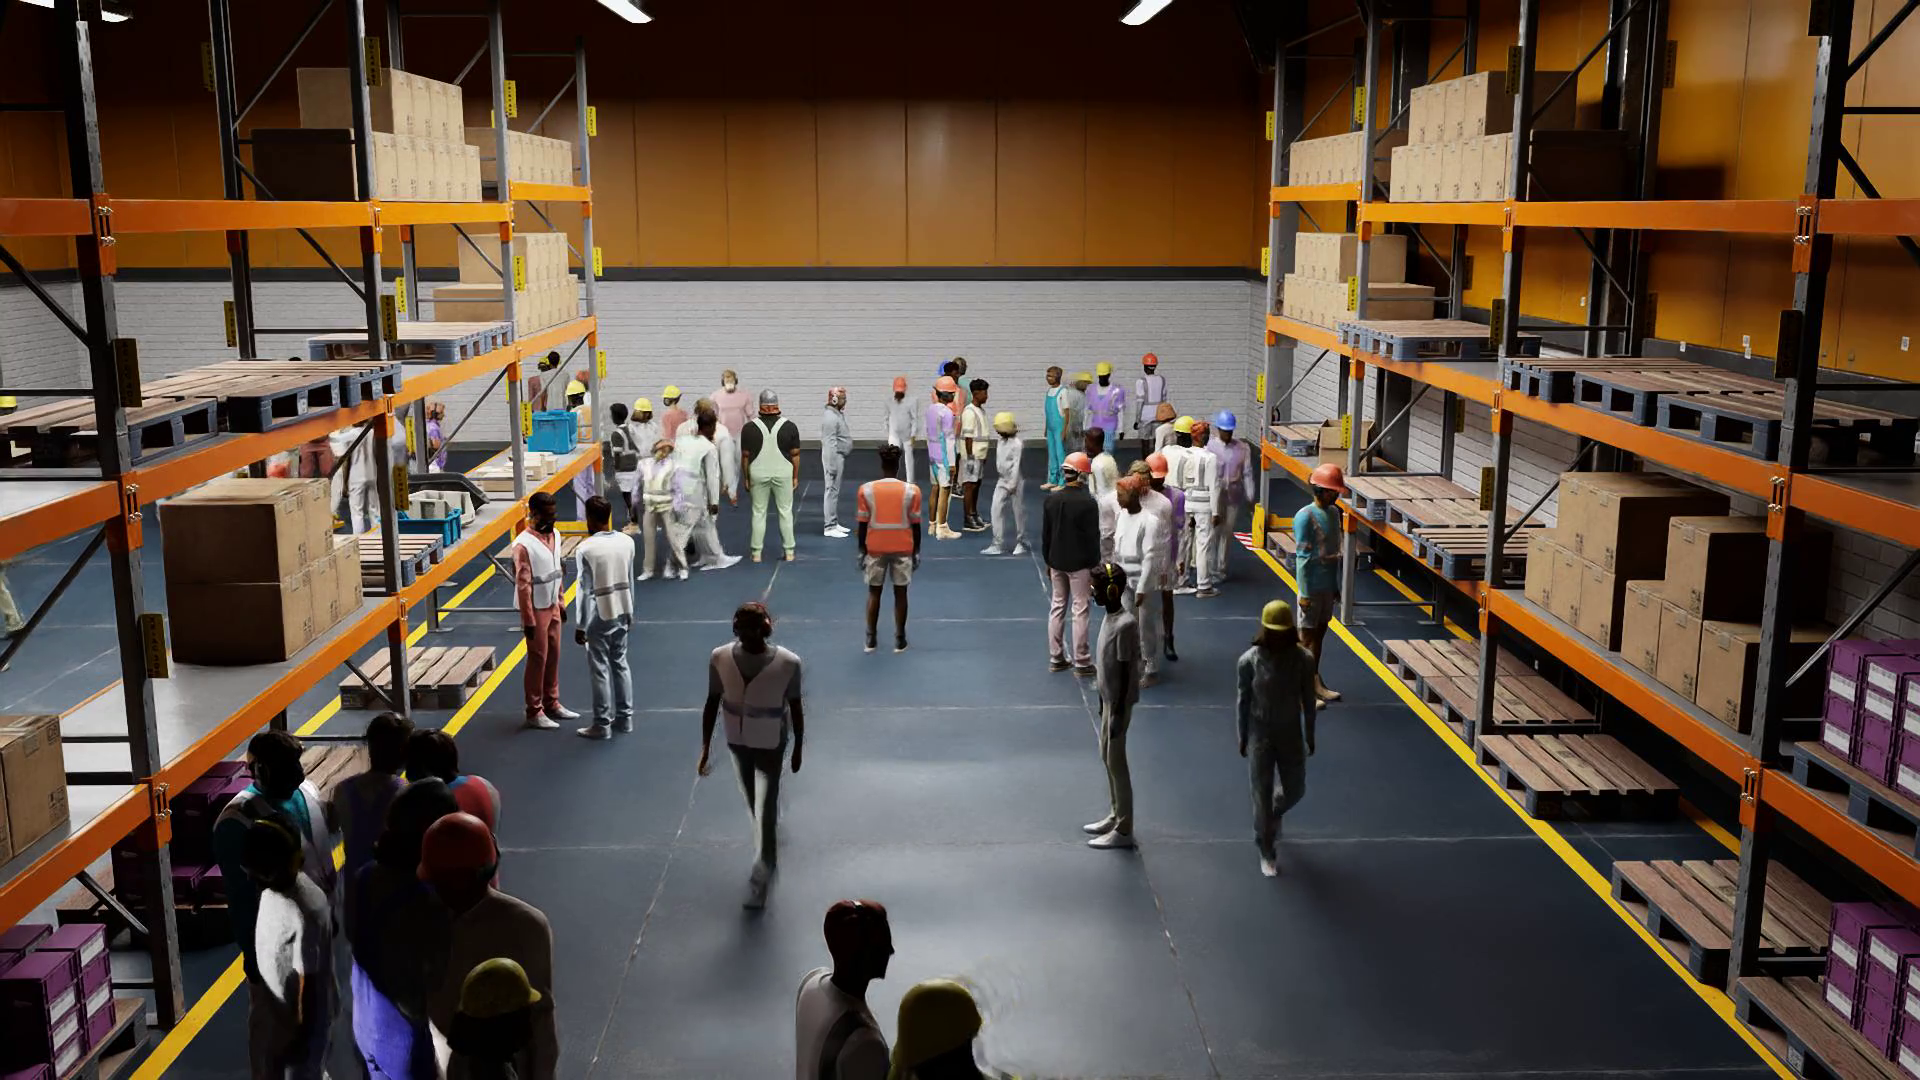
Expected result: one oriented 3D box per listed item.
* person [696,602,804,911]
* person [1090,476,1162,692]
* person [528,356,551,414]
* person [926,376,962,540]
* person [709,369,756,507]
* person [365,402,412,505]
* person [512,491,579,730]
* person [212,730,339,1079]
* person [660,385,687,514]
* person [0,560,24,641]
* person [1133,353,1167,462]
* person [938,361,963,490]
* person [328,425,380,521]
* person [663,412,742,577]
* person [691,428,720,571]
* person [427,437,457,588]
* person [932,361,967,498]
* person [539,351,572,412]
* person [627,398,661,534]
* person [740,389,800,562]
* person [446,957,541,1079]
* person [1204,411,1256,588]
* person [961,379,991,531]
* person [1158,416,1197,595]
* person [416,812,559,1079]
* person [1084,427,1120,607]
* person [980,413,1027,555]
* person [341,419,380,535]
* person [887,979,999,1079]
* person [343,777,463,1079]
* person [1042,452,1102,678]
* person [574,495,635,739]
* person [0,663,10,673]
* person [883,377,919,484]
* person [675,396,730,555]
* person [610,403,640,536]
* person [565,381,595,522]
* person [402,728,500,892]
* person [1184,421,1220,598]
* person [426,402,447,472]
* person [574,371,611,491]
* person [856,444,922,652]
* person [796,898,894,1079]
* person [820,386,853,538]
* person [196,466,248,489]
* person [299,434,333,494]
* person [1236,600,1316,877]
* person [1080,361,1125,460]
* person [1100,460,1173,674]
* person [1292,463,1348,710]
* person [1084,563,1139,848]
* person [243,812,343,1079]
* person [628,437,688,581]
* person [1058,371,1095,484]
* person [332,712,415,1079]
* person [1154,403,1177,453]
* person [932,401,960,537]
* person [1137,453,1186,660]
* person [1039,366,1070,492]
[{"bbox_3d":[-1.255,1.263,9.900,0.584,1.799,0.945,3,12,16],"label":"person"},{"bbox_3d":[1.465,0.375,14.208,0.719,1.848,0.594,-9,14,-38],"label":"person"},{"bbox_3d":[-6.670,-2.078,26.777,0.532,1.756,0.337,-1,11,-5],"label":"person"},{"bbox_3d":[-0.192,-1.029,20.786,0.391,2.040,0.615,-5,12,-25],"label":"person"},{"bbox_3d":[-3.187,-1.457,23.330,0.647,1.897,1.000,-3,12,-15],"label":"person"},{"bbox_3d":[-7.718,-1.388,22.591,0.691,2.000,0.794,-2,12,-12],"label":"person"},{"bbox_3d":[-3.330,0.551,13.212,0.402,1.909,0.599,3,12,14],"label":"person"},{"bbox_3d":[-2.996,1.735,7.433,0.429,1.845,0.621,2,12,12],"label":"person"},{"bbox_3d":[-3.838,-1.187,22.276,0.317,1.766,0.534,5,12,24],"label":"person"},{"bbox_3d":[-9.312,0.127,15.595,0.594,1.799,0.985,9,14,38],"label":"person"},{"bbox_3d":[2.874,-1.866,25.245,0.543,1.940,0.361,-6,13,-26],"label":"person"},{"bbox_3d":[-0.148,-1.621,24.024,0.421,1.937,0.613,-7,14,-33],"label":"person"},{"bbox_3d":[-8.049,-1.096,21.785,0.922,1.794,0.602,-7,13,-33],"label":"person"},{"bbox_3d":[-2.944,-0.511,18.669,0.985,1.854,0.600,-9,14,-38],"label":"person"},{"bbox_3d":[-2.912,-0.472,19.028,0.330,1.639,0.556,-6,13,-27],"label":"person"},{"bbox_3d":[-5.741,-0.298,18.136,0.308,1.641,0.517,-9,14,-38],"label":"person"},{"bbox_3d":[-0.125,-1.553,23.606,0.607,1.966,0.366,-10,15,-40],"label":"person"},{"bbox_3d":[-6.434,-2.077,26.477,0.517,1.873,0.328,-6,13,-27],"label":"person"},{"bbox_3d":[-4.023,-0.944,21.144,0.481,1.734,0.337,-11,15,-43],"label":"person"},{"bbox_3d":[-2.217,-0.770,19.494,0.687,2.000,0.537,-1,11,-6],"label":"person"},{"bbox_3d":[-1.495,2.192,5.425,0.333,1.737,0.489,-6,13,-29],"label":"person"},{"bbox_3d":[2.905,-0.443,18.142,0.628,1.913,0.816,-1,11,-7],"label":"person"},{"bbox_3d":[0.202,-1.099,21.360,0.372,1.958,0.596,3,12,17],"label":"person"},{"bbox_3d":[2.354,-0.369,17.801,0.397,1.919,0.586,-8,14,-34],"label":"person"},{"bbox_3d":[-1.759,1.934,6.082,0.616,1.986,0.407,3,12,15],"label":"person"},{"bbox_3d":[1.492,-0.221,17.128,0.496,1.887,0.604,4,12,19],"label":"person"},{"bbox_3d":[0.519,-0.651,19.767,0.710,1.696,0.483,-10,15,-41],"label":"person"},{"bbox_3d":[-7.022,-0.677,19.552,0.354,1.842,0.508,9,14,37],"label":"person"},{"bbox_3d":[-0.081,2.214,4.943,0.840,1.881,0.585,-11,15,-43],"label":"person"},{"bbox_3d":[-1.992,1.861,6.301,0.700,2.000,0.535,10,15,42],"label":"person"},{"bbox_3d":[1.004,0.214,14.693,0.612,1.988,0.402,11,15,43],"label":"person"},{"bbox_3d":[-2.755,0.599,12.978,0.411,1.906,0.602,7,13,30],"label":"person"},{"bbox_3d":[-8.740,0.287,14.720,0.502,1.837,0.350,6,13,30],"label":"person"},{"bbox_3d":[-0.860,-1.529,24.159,0.551,1.696,0.884,2,12,11],"label":"person"},{"bbox_3d":[-3.034,-0.731,19.639,0.644,1.914,0.502,0,11,2],"label":"person"},{"bbox_3d":[-4.226,-0.897,21.036,0.341,1.681,0.550,3,12,12],"label":"person"},{"bbox_3d":[-4.885,-1.092,21.436,0.398,1.912,0.595,3,12,15],"label":"person"},{"bbox_3d":[-2.302,1.735,7.477,0.431,1.836,0.626,5,12,22],"label":"person"},{"bbox_3d":[2.528,-0.331,17.689,0.355,1.883,0.573,-10,15,-42],"label":"person"},{"bbox_3d":[-6.779,-0.968,21.521,0.313,1.630,0.528,-4,12,-20],"label":"person"},{"bbox_3d":[-5.187,-1.433,23.243,0.444,1.873,0.576,-5,12,-24],"label":"person"},{"bbox_3d":[-0.661,0.078,15.514,0.621,1.944,0.433,0,11,-1],"label":"person"},{"bbox_3d":[-0.381,2.094,5.560,0.355,1.876,0.573,-5,12,-23],"label":"person"},{"bbox_3d":[-1.552,-0.986,20.939,0.403,1.900,0.644,0,11,-1],"label":"person"},{"bbox_3d":[-7.467,-0.228,17.001,0.599,1.958,0.373,0,11,1],"label":"person"},{"bbox_3d":[-8.683,-1.281,22.394,0.651,1.907,0.409,-6,13,-28],"label":"person"},{"bbox_3d":[1.964,1.197,10.395,0.501,1.728,0.528,0,11,1],"label":"person"},{"bbox_3d":[2.091,-1.658,24.294,0.601,1.910,0.472,6,13,28],"label":"person"},{"bbox_3d":[1.556,0.237,14.726,0.628,1.932,0.377,1,11,4],"label":"person"},{"bbox_3d":[2.984,0.371,13.773,0.377,2.041,0.607,9,14,37],"label":"person"},{"bbox_3d":[0.986,1.063,10.780,0.338,1.856,0.525,-1,11,-6],"label":"person"},{"bbox_3d":[-2.592,1.910,6.592,0.525,1.838,0.561,-10,15,-41],"label":"person"},{"bbox_3d":[-3.347,-0.341,18.412,0.637,1.622,0.374,3,12,15],"label":"person"},{"bbox_3d":[1.751,-1.684,24.940,0.777,1.708,0.492,10,15,41],"label":"person"},{"bbox_3d":[-2.638,1.679,7.811,0.505,1.797,0.856,2,11,9],"label":"person"},{"bbox_3d":[2.659,-0.959,21.490,0.278,1.628,0.505,9,14,38],"label":"person"},{"bbox_3d":[-0.178,-0.890,20.865,0.354,1.737,0.574,-2,12,-12],"label":"person"},{"bbox_3d":[1.786,0.149,15.185,0.553,1.923,0.392,0,11,-2],"label":"person"},{"bbox_3d":[1.397,-1.616,24.226,0.325,1.843,0.517,-6,13,-29],"label":"person"}]
